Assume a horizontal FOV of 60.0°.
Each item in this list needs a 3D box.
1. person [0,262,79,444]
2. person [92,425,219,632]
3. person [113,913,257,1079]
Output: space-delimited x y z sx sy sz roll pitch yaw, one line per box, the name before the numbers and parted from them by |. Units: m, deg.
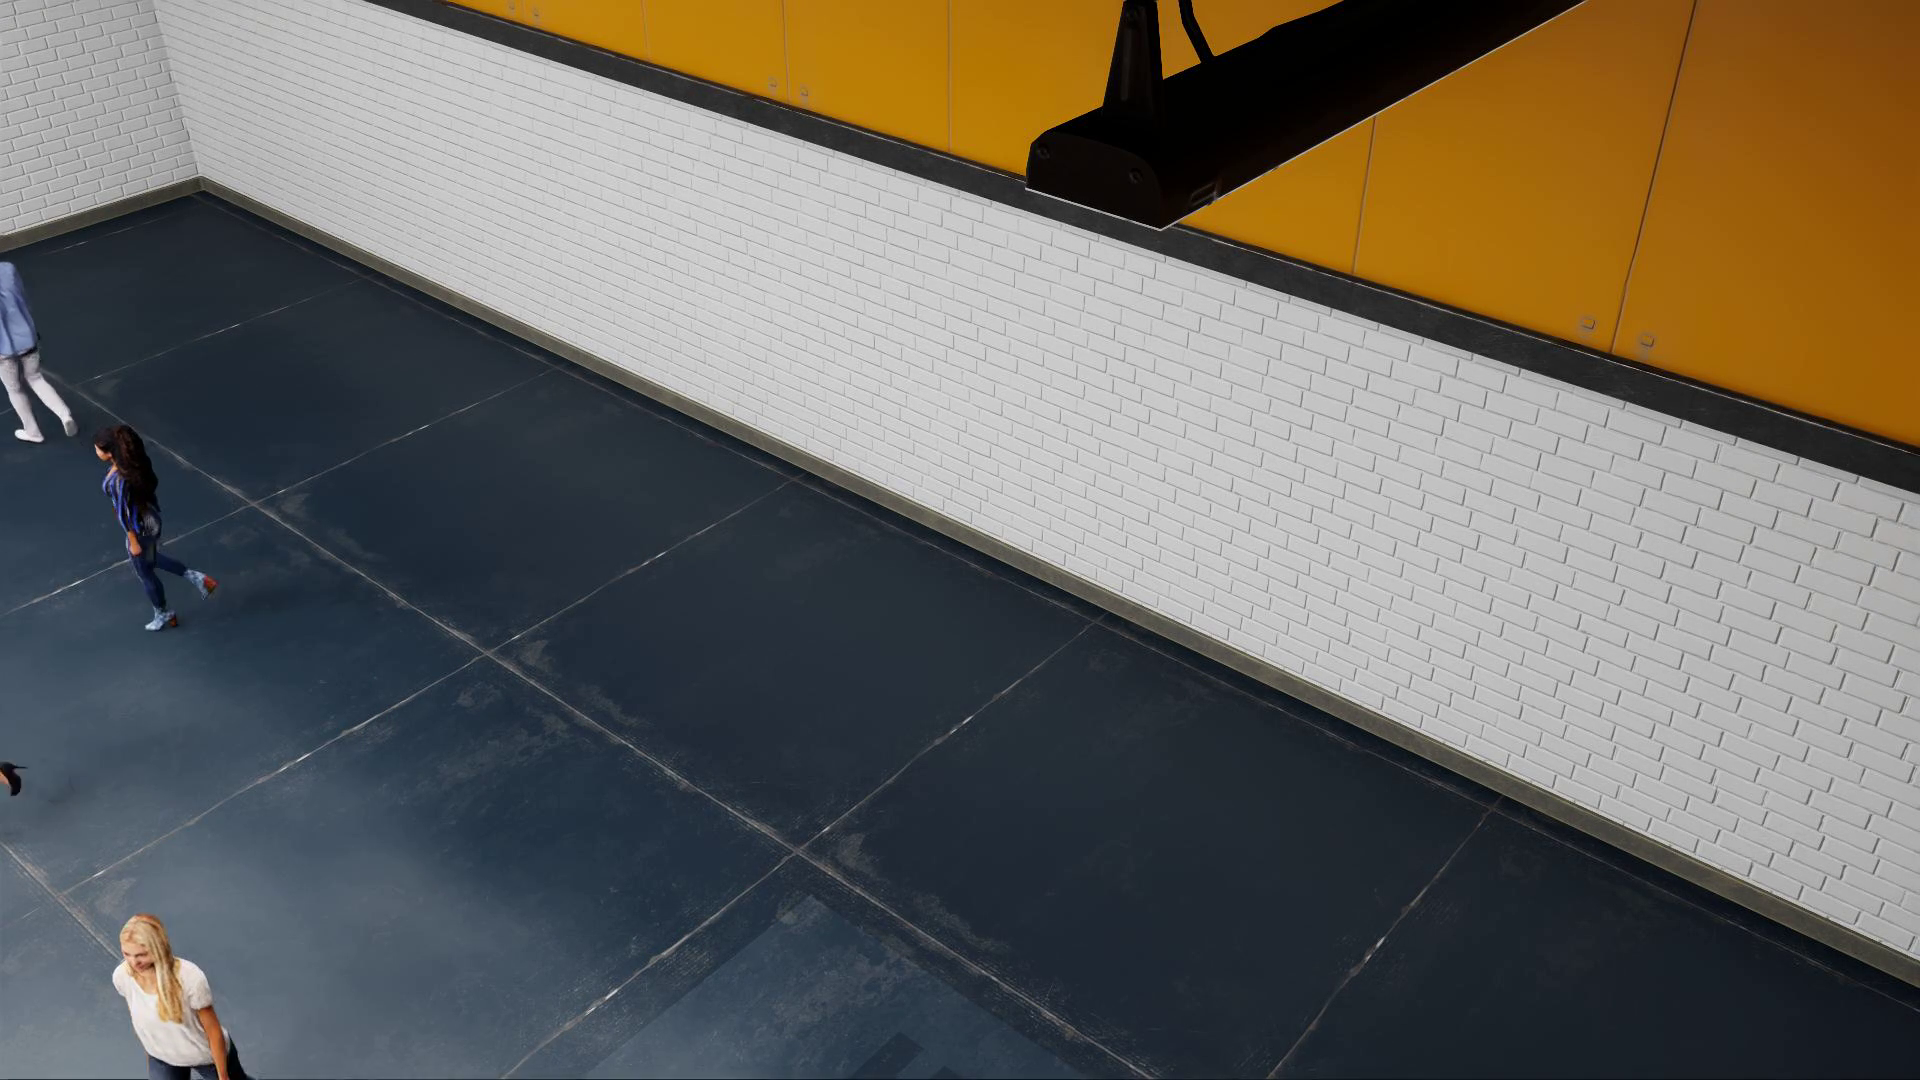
person | -7.564 -1.582 13.342 0.804 1.874 0.860 18 38 25
person | -5.494 -0.082 11.324 0.901 1.610 0.821 -10 35 -14
person | -3.462 2.293 7.607 1.026 1.768 1.164 2 34 3
